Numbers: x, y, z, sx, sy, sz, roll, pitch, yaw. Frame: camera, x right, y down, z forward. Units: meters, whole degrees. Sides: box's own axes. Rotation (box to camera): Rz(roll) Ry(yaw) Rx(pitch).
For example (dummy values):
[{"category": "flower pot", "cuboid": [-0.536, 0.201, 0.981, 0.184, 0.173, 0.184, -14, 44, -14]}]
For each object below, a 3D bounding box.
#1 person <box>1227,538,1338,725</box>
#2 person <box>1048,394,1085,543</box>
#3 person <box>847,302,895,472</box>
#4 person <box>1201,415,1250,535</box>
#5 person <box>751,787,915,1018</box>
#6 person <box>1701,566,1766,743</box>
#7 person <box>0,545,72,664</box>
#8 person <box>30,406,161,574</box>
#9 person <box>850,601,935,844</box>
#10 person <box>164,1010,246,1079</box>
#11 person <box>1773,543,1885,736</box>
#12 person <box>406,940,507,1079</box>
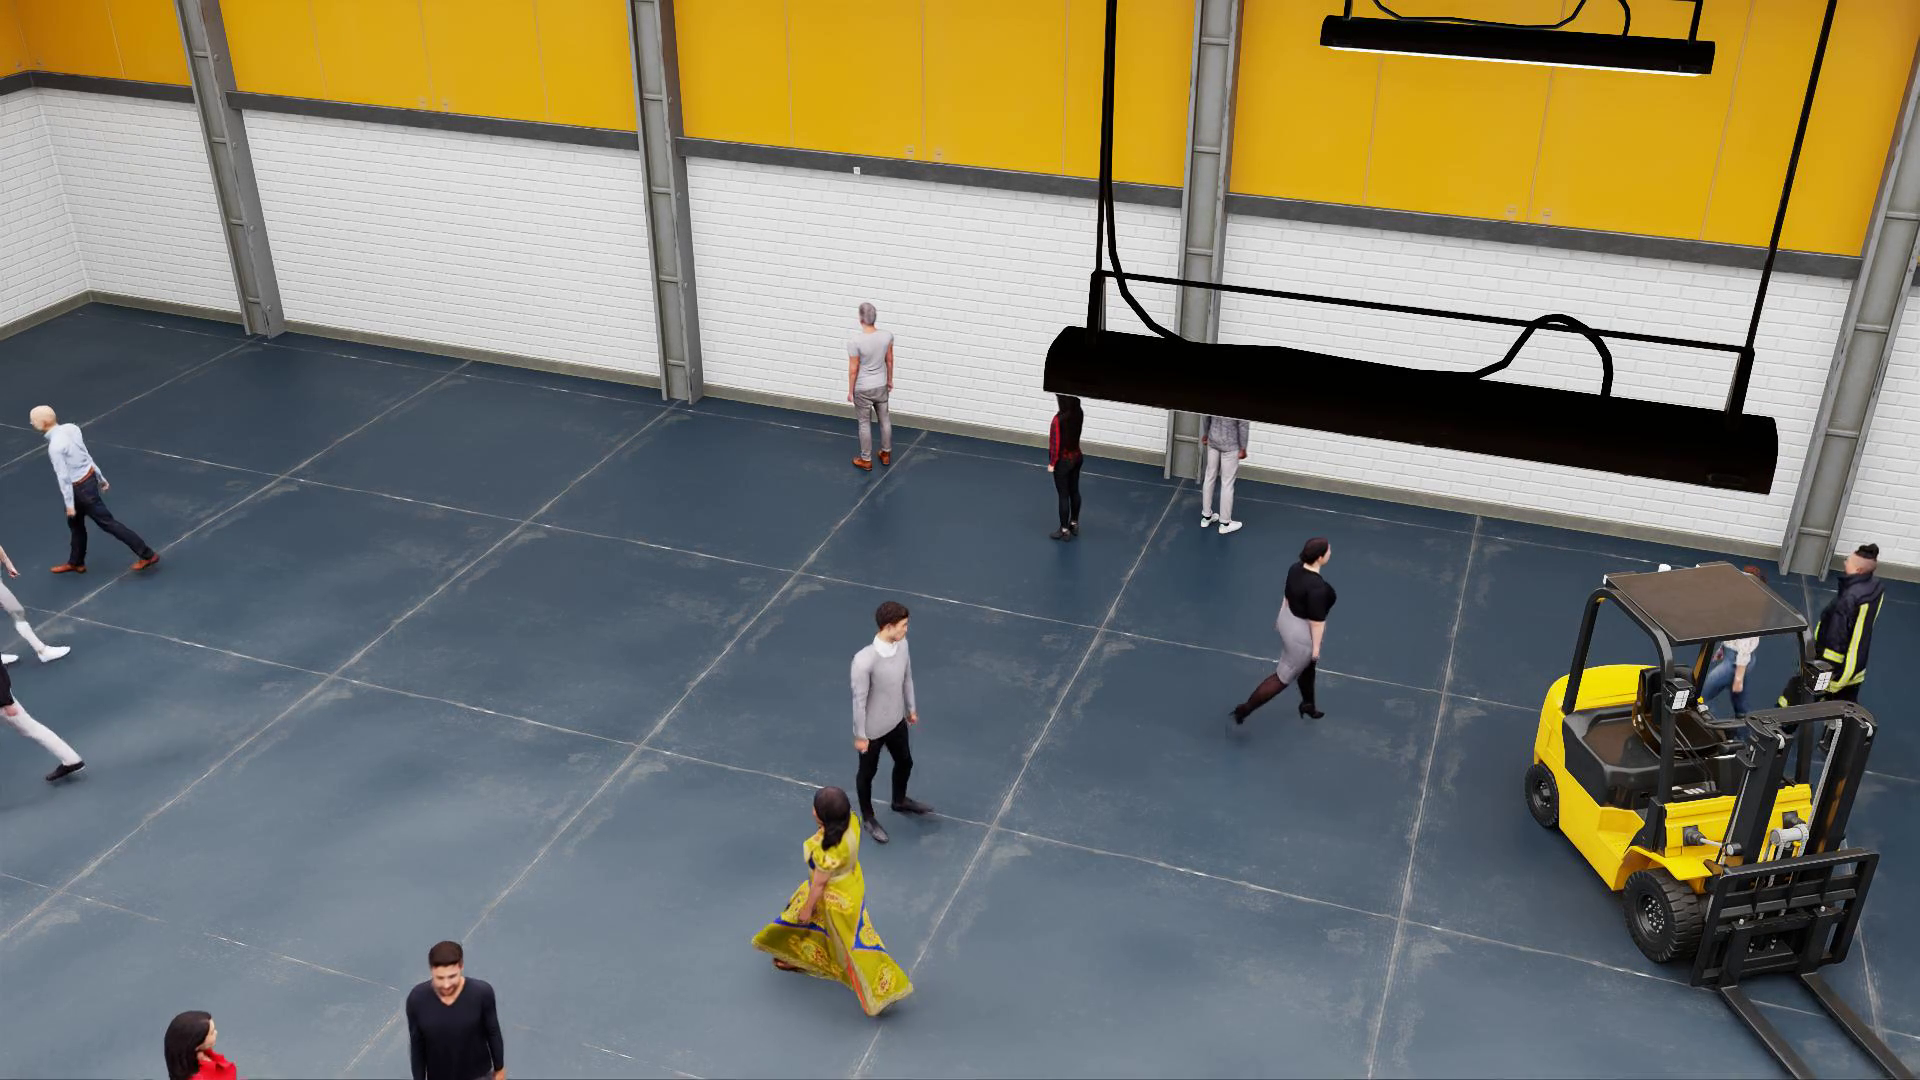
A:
[{"category": "person", "cuboid": [2.596, 0.791, 13.157, 1.230, 1.723, 1.062, -7, 29, -12]}, {"category": "person", "cuboid": [1.051, -0.770, 16.090, 0.623, 1.655, 0.649, 22, 36, 35]}, {"category": "person", "cuboid": [-0.927, -1.611, 17.452, 0.765, 1.827, 0.794, -16, 32, -27]}, {"category": "person", "cuboid": [2.564, -0.954, 16.237, 0.821, 1.838, 0.673, -24, 36, -36]}, {"category": "person", "cuboid": [-0.694, 2.294, 10.524, 1.396, 1.607, 0.901, 5, 29, 9]}, {"category": "person", "cuboid": [6.066, 0.984, 12.819, 0.768, 1.707, 0.703, 20, 34, 32]}, {"category": "person", "cuboid": [-8.278, 0.341, 14.028, 1.042, 1.679, 0.934, -9, 30, -15]}, {"category": "person", "cuboid": [-8.015, -0.436, 15.392, 1.333, 1.737, 1.115, -5, 29, -9]}, {"category": "person", "cuboid": [-0.579, 1.311, 12.013, 0.871, 1.905, 0.807, -18, 33, -29]}, {"category": "person", "cuboid": [-4.007, 3.204, 8.750, 1.094, 1.706, 1.128, -18, 33, -29]}, {"category": "person", "cuboid": [6.893, 0.867, 12.891, 1.056, 1.844, 1.162, -19, 34, -31]}, {"category": "person", "cuboid": [-2.759, 2.897, 9.176, 1.213, 1.838, 1.071, -4, 29, -6]}]
